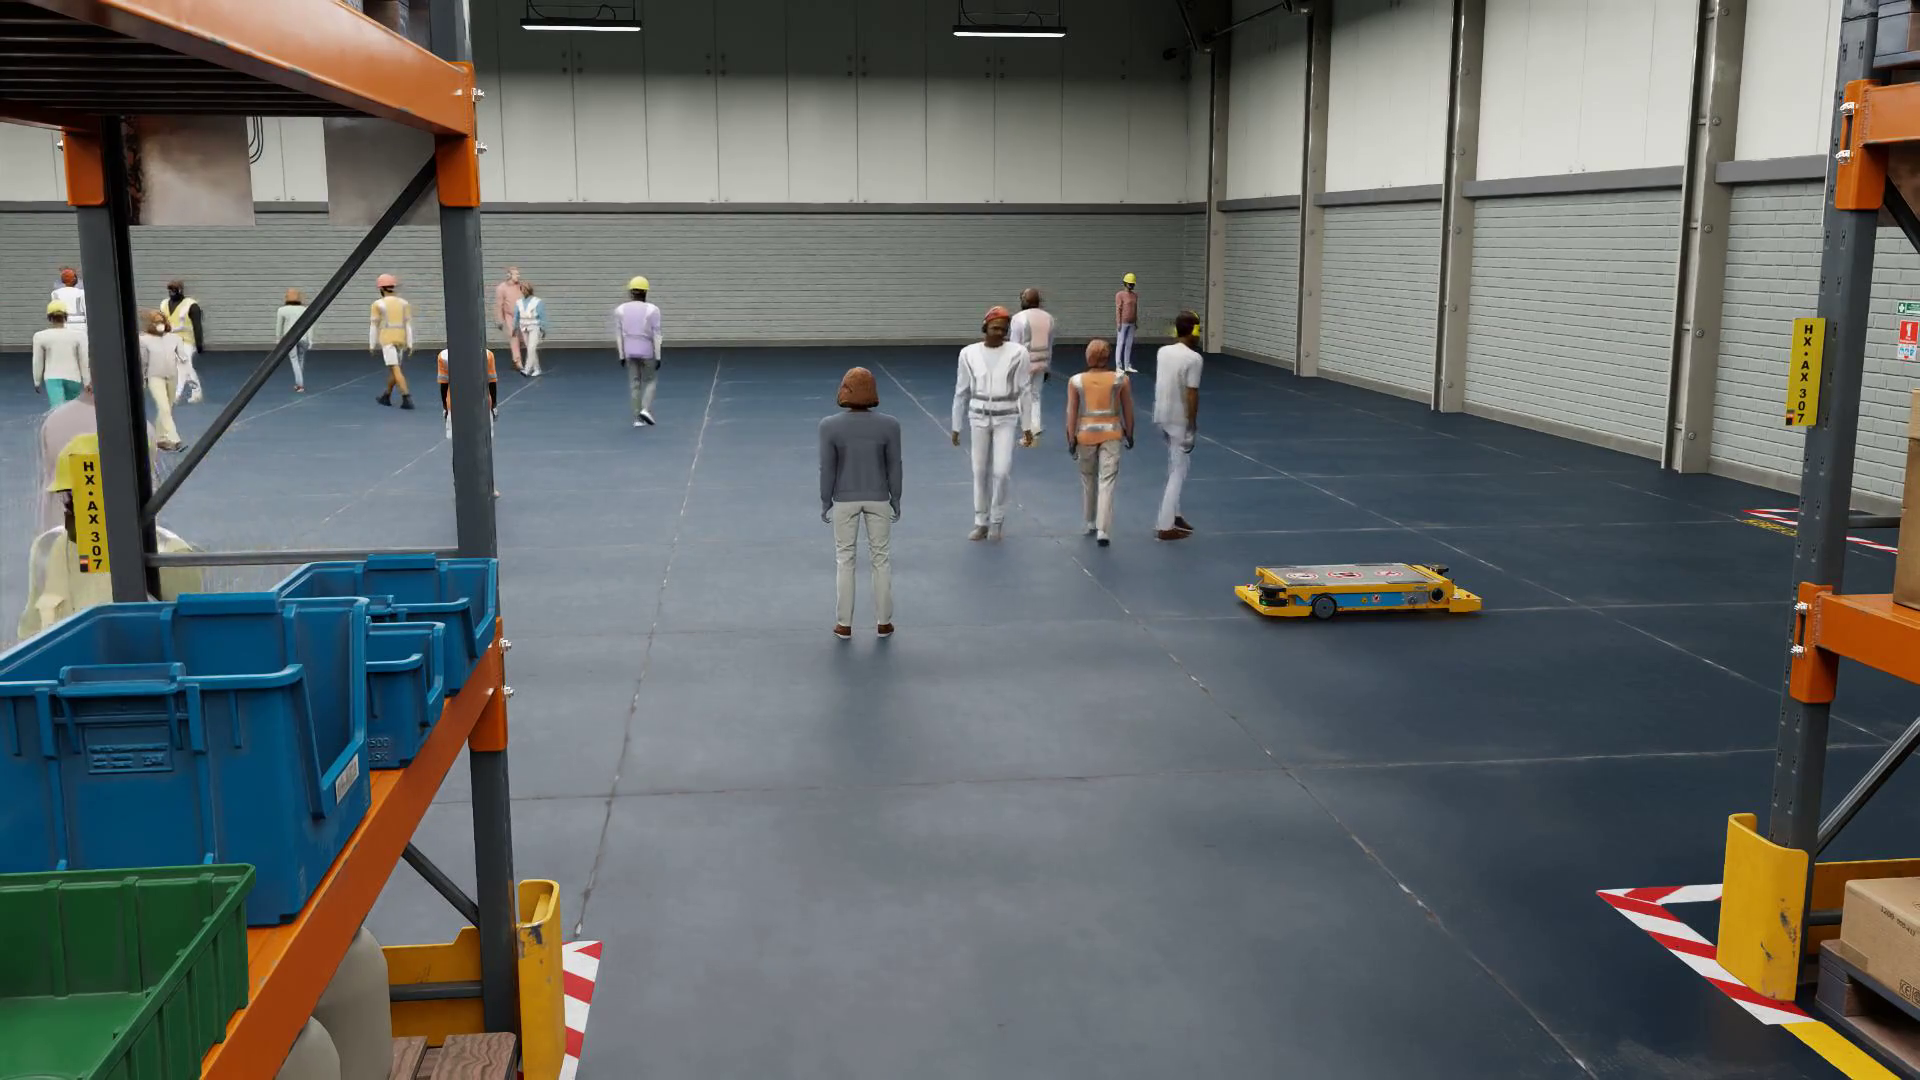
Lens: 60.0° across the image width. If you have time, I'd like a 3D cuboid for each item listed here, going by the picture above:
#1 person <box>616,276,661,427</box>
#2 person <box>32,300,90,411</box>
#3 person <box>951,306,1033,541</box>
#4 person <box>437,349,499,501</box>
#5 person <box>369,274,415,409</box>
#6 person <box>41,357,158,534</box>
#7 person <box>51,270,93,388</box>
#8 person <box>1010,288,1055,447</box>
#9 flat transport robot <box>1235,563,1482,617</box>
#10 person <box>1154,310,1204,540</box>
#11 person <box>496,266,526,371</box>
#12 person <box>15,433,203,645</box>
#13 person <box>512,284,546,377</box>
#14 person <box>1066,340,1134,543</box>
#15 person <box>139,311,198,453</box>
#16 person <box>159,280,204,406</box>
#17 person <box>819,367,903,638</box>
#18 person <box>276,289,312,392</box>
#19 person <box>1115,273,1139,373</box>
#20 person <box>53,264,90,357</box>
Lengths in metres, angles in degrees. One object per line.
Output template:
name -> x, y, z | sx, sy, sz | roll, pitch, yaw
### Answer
person -> -4.044, -2.372, 21.046 | 0.585, 1.912, 0.409 | 1, 10, 8
person -> -9.798, -1.749, 18.153 | 0.537, 1.732, 0.882 | -7, 12, -34
person -> 0.241, -0.903, 13.097 | 0.640, 1.862, 0.550 | 2, 11, 12
person -> -4.476, -1.198, 15.184 | 0.537, 1.696, 0.317 | -1, 10, -7
person -> -7.995, -2.784, 23.389 | 1.051, 1.882, 0.558 | 9, 14, 41
person -> -4.190, 0.014, 8.073 | 0.670, 1.872, 0.604 | 4, 11, 19
person -> -14.118, -3.358, 26.516 | 0.578, 1.883, 0.353 | -1, 10, -7
person -> 0.790, -1.964, 19.025 | 0.647, 1.824, 0.444 | -8, 13, -38
flat transport robot -> 2.570, 0.315, 10.798 | 1.431, 0.197, 0.652 | -1, 10, -7
person -> 1.728, -0.915, 13.319 | 0.600, 1.828, 0.516 | -7, 13, -34
person -> -8.024, -3.999, 30.028 | 0.663, 1.884, 0.807 | -9, 14, -41
person -> -2.786, 0.528, 5.510 | 0.597, 1.792, 0.955 | 3, 11, 16
person -> -7.425, -3.578, 28.487 | 0.547, 1.590, 0.849 | 4, 11, 19
person -> 1.112, -0.790, 13.238 | 0.525, 1.593, 0.882 | 2, 11, 11
person -> -8.842, -1.755, 18.544 | 0.870, 1.581, 0.516 | 7, 13, 35
person -> -11.236, -2.828, 23.888 | 0.636, 1.788, 0.982 | 3, 11, 17
person -> -0.594, -0.219, 9.988 | 0.502, 1.633, 0.280 | -1, 10, -7
person -> -10.412, -3.123, 26.029 | 0.500, 1.588, 0.858 | -9, 13, -40
person -> 2.974, -3.840, 29.497 | 0.522, 1.761, 0.321 | -9, 14, -41
person -> -17.250, -4.410, 32.322 | 0.653, 1.880, 0.486 | 1, 10, 4
